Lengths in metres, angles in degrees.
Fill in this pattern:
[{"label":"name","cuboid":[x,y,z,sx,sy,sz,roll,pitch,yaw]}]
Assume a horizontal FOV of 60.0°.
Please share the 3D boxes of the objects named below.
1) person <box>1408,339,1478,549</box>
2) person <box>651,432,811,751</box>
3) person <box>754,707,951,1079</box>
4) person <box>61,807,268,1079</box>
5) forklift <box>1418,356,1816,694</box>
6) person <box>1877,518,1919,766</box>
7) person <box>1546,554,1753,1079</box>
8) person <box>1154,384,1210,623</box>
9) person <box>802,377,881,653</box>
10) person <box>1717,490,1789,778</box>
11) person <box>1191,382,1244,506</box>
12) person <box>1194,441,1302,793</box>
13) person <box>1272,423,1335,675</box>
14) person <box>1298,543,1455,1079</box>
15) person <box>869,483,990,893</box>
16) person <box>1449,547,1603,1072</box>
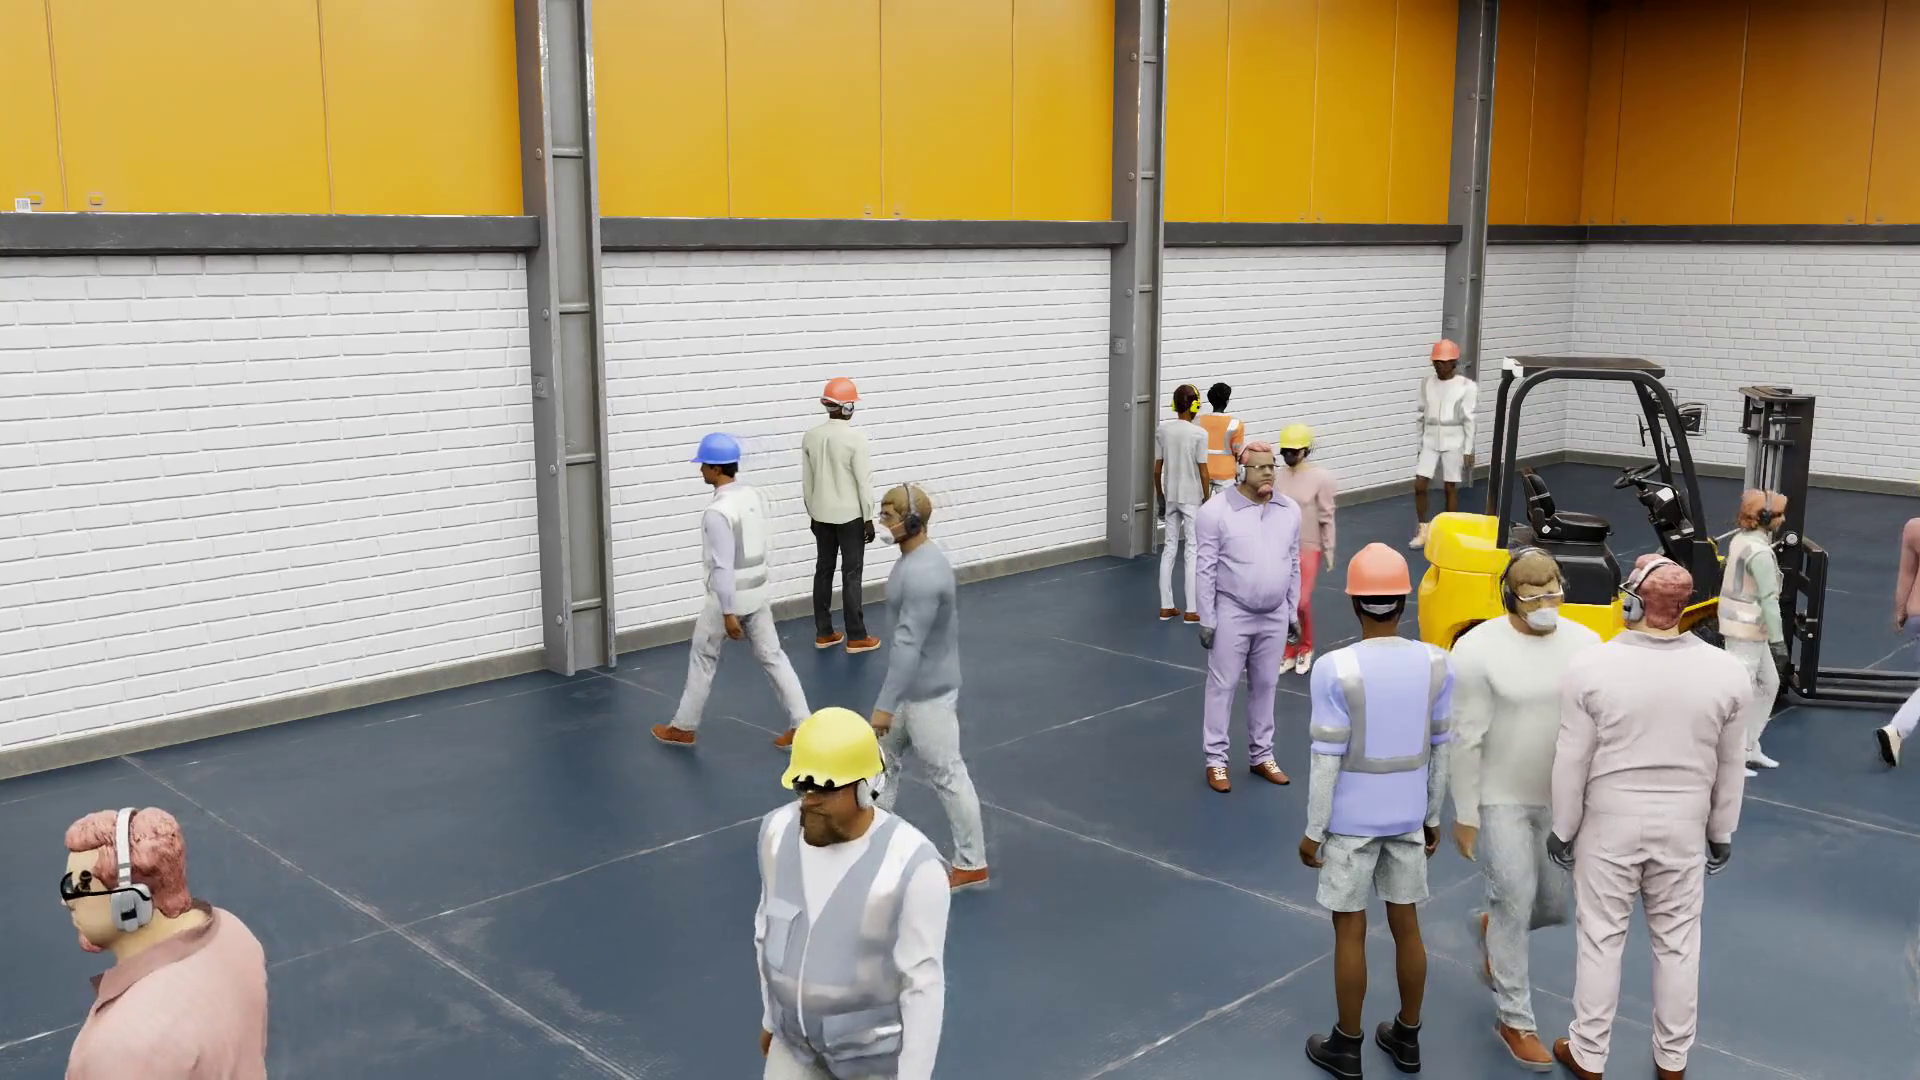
[{"label":"person","cuboid":[4.579,-0.886,15.826,0.624,2.023,0.665,7,13,35]},{"label":"person","cuboid":[-1.291,0.311,9.680,1.040,1.897,0.614,4,11,22]},{"label":"person","cuboid":[-0.351,1.327,4.321,0.628,1.810,0.641,6,12,29]},{"label":"person","cuboid":[-1.582,1.454,3.514,0.967,1.867,0.646,-2,11,-11]},{"label":"forklift","cuboid":[4.276,-0.101,11.076,2.313,2.155,1.214,2,11,13]},{"label":"person","cuboid":[5.539,0.427,9.449,0.778,1.736,0.531,-5,11,-23]},{"label":"person","cuboid":[2.402,0.993,5.877,0.651,1.913,0.410,1,10,5]},{"label":"person","cuboid":[1.748,-0.282,12.967,0.519,1.865,0.327,9,14,40]},{"label":"person","cuboid":[-0.861,-0.181,12.053,0.610,1.996,0.378,7,13,34]},{"label":"person","cuboid":[4.440,0.534,9.178,0.513,1.624,0.524,3,11,17]},{"label":"person","cuboid":[2.322,-0.584,15.089,0.530,1.689,0.322,5,11,23]},{"label":"person","cuboid":[1.588,0.410,9.063,0.639,1.913,0.409,-4,11,-19]},{"label":"person","cuboid":[2.268,0.071,11.335,0.554,1.747,0.422,8,13,36]},{"label":"person","cuboid":[1.466,0.970,5.943,0.551,1.933,0.369,-3,11,-16]},{"label":"person","cuboid":[-0.297,0.693,7.553,0.938,1.899,0.646,-2,11,-9]},{"label":"person","cuboid":[2.049,0.944,6.150,0.639,1.915,0.616,-2,11,-12]}]
